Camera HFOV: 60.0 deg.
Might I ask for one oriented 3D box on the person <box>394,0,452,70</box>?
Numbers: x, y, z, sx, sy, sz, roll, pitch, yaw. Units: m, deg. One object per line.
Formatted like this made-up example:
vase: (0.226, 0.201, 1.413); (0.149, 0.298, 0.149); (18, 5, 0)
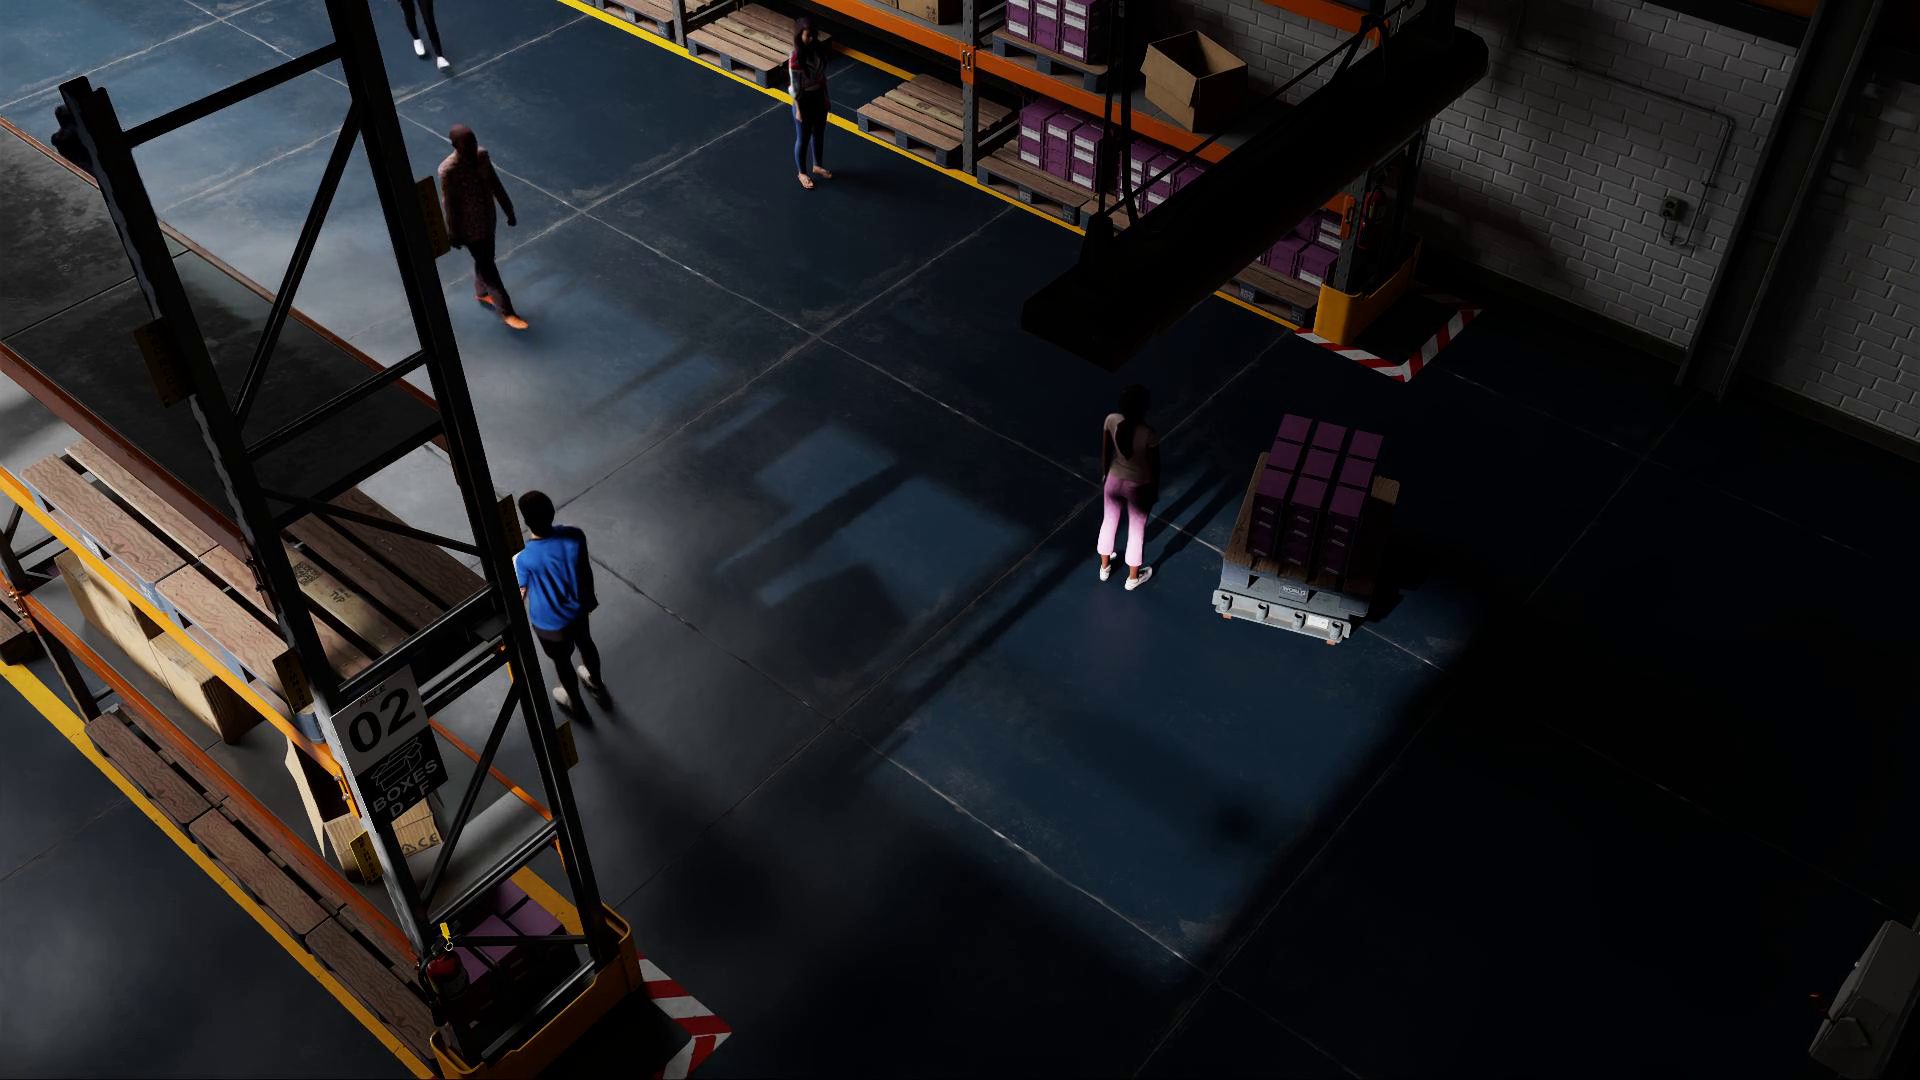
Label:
person: (-5.664, -5.707, 16.994); (0.874, 1.697, 1.216); (-21, 47, -21)

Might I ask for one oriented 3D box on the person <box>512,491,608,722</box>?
person: (-2.484, 0.459, 10.406); (0.677, 1.856, 0.637); (-34, 53, -31)

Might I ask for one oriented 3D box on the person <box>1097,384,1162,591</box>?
person: (1.153, -0.371, 11.360); (0.496, 1.742, 0.658); (23, 48, 22)

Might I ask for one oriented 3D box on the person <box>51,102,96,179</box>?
person: (-7.229, -2.950, 14.128); (0.924, 1.659, 0.709); (35, 53, 31)

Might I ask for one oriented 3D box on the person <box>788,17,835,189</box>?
person: (-1.387, -4.039, 15.303); (0.526, 1.613, 0.597); (34, 53, 31)

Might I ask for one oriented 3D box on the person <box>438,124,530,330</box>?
person: (-4.052, -2.634, 13.707); (1.040, 1.781, 0.836); (21, 47, 21)
